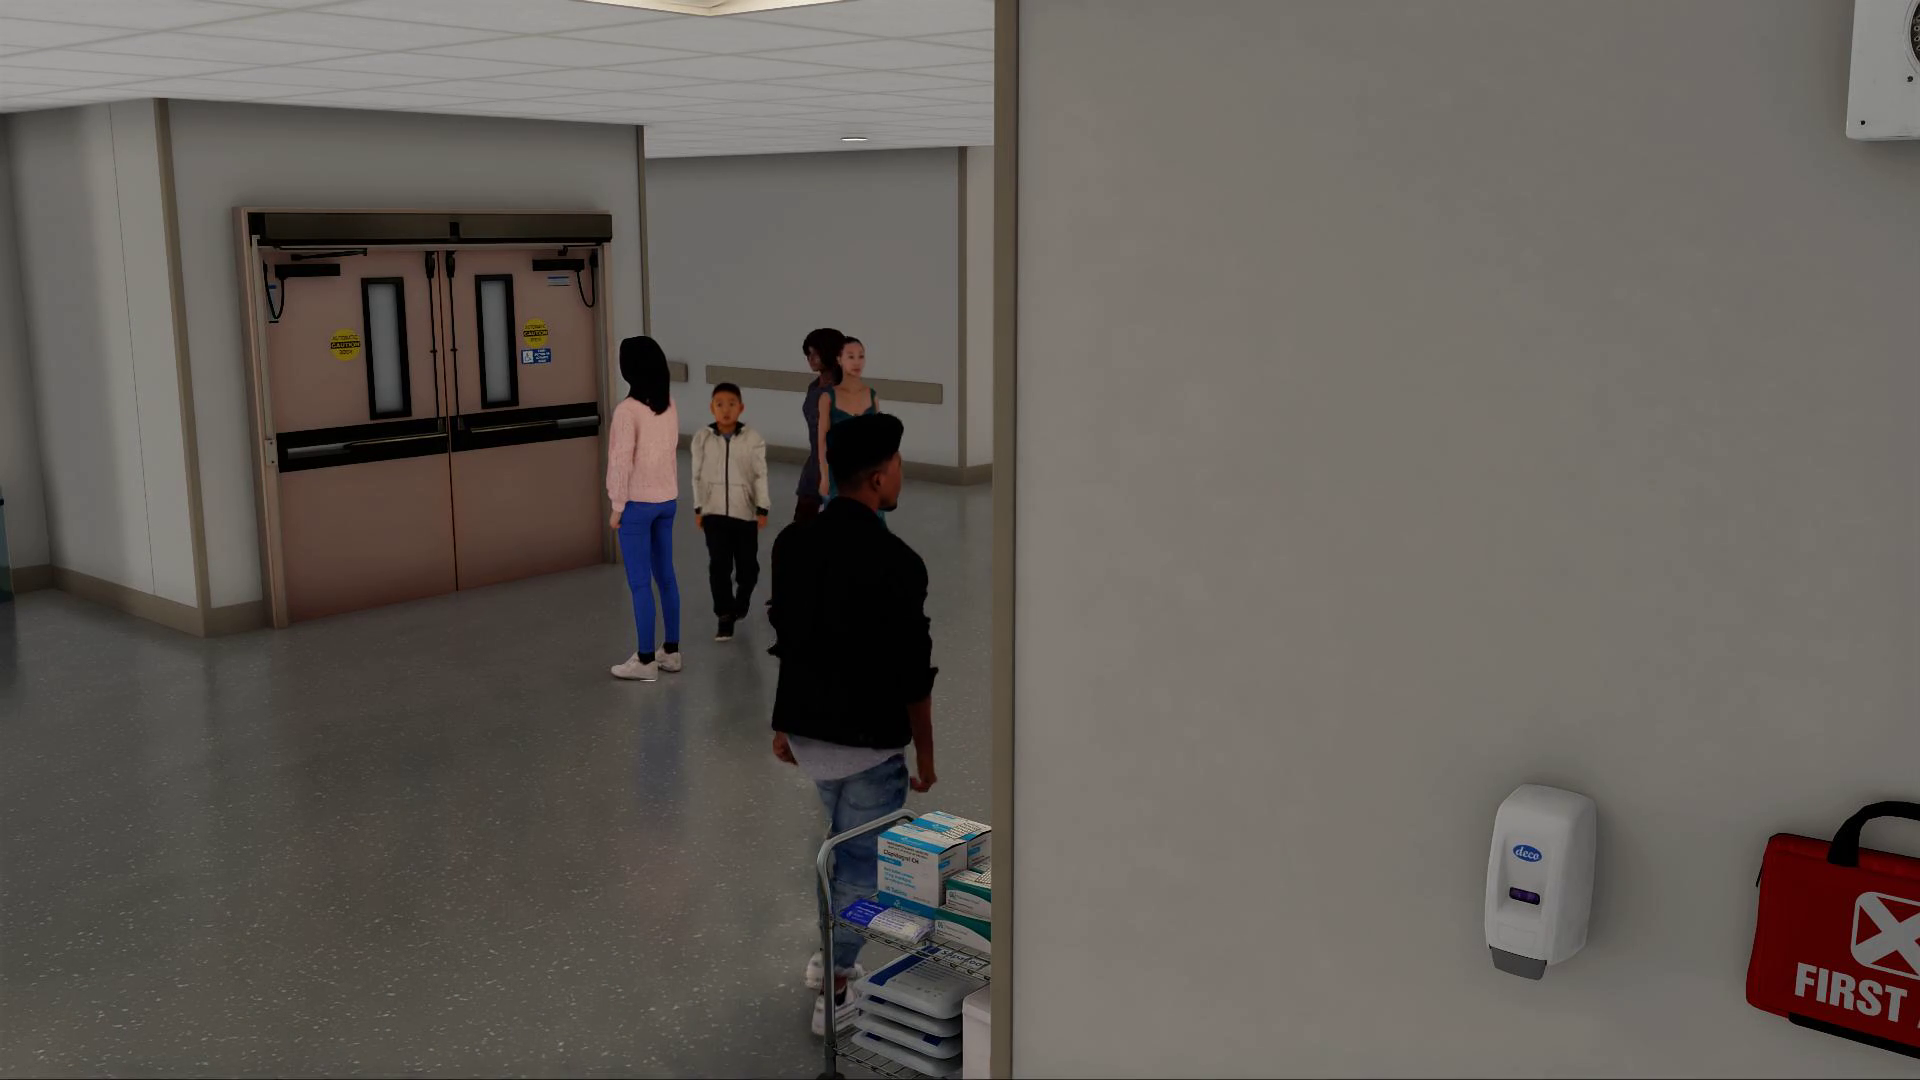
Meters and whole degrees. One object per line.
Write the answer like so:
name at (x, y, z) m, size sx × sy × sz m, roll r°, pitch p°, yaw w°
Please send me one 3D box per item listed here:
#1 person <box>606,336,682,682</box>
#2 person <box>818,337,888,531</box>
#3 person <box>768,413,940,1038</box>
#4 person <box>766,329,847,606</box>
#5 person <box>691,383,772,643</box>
person at (-1.609, -0.170, 8.561) m, size 0.738 × 1.770 × 0.541 m, roll 6°, pitch 12°, yaw 29°
person at (-0.660, -0.331, 9.665) m, size 0.650 × 1.676 × 0.733 m, roll -3°, pitch 11°, yaw -16°
person at (-0.377, 0.551, 4.704) m, size 0.700 × 1.791 × 0.632 m, roll 8°, pitch 14°, yaw 37°
person at (-0.697, -0.405, 10.077) m, size 0.630 × 1.667 × 1.073 m, roll 10°, pitch 15°, yaw 43°
person at (-1.297, -0.167, 9.432) m, size 0.893 × 1.439 × 0.952 m, roll -1°, pitch 11°, yaw -4°
